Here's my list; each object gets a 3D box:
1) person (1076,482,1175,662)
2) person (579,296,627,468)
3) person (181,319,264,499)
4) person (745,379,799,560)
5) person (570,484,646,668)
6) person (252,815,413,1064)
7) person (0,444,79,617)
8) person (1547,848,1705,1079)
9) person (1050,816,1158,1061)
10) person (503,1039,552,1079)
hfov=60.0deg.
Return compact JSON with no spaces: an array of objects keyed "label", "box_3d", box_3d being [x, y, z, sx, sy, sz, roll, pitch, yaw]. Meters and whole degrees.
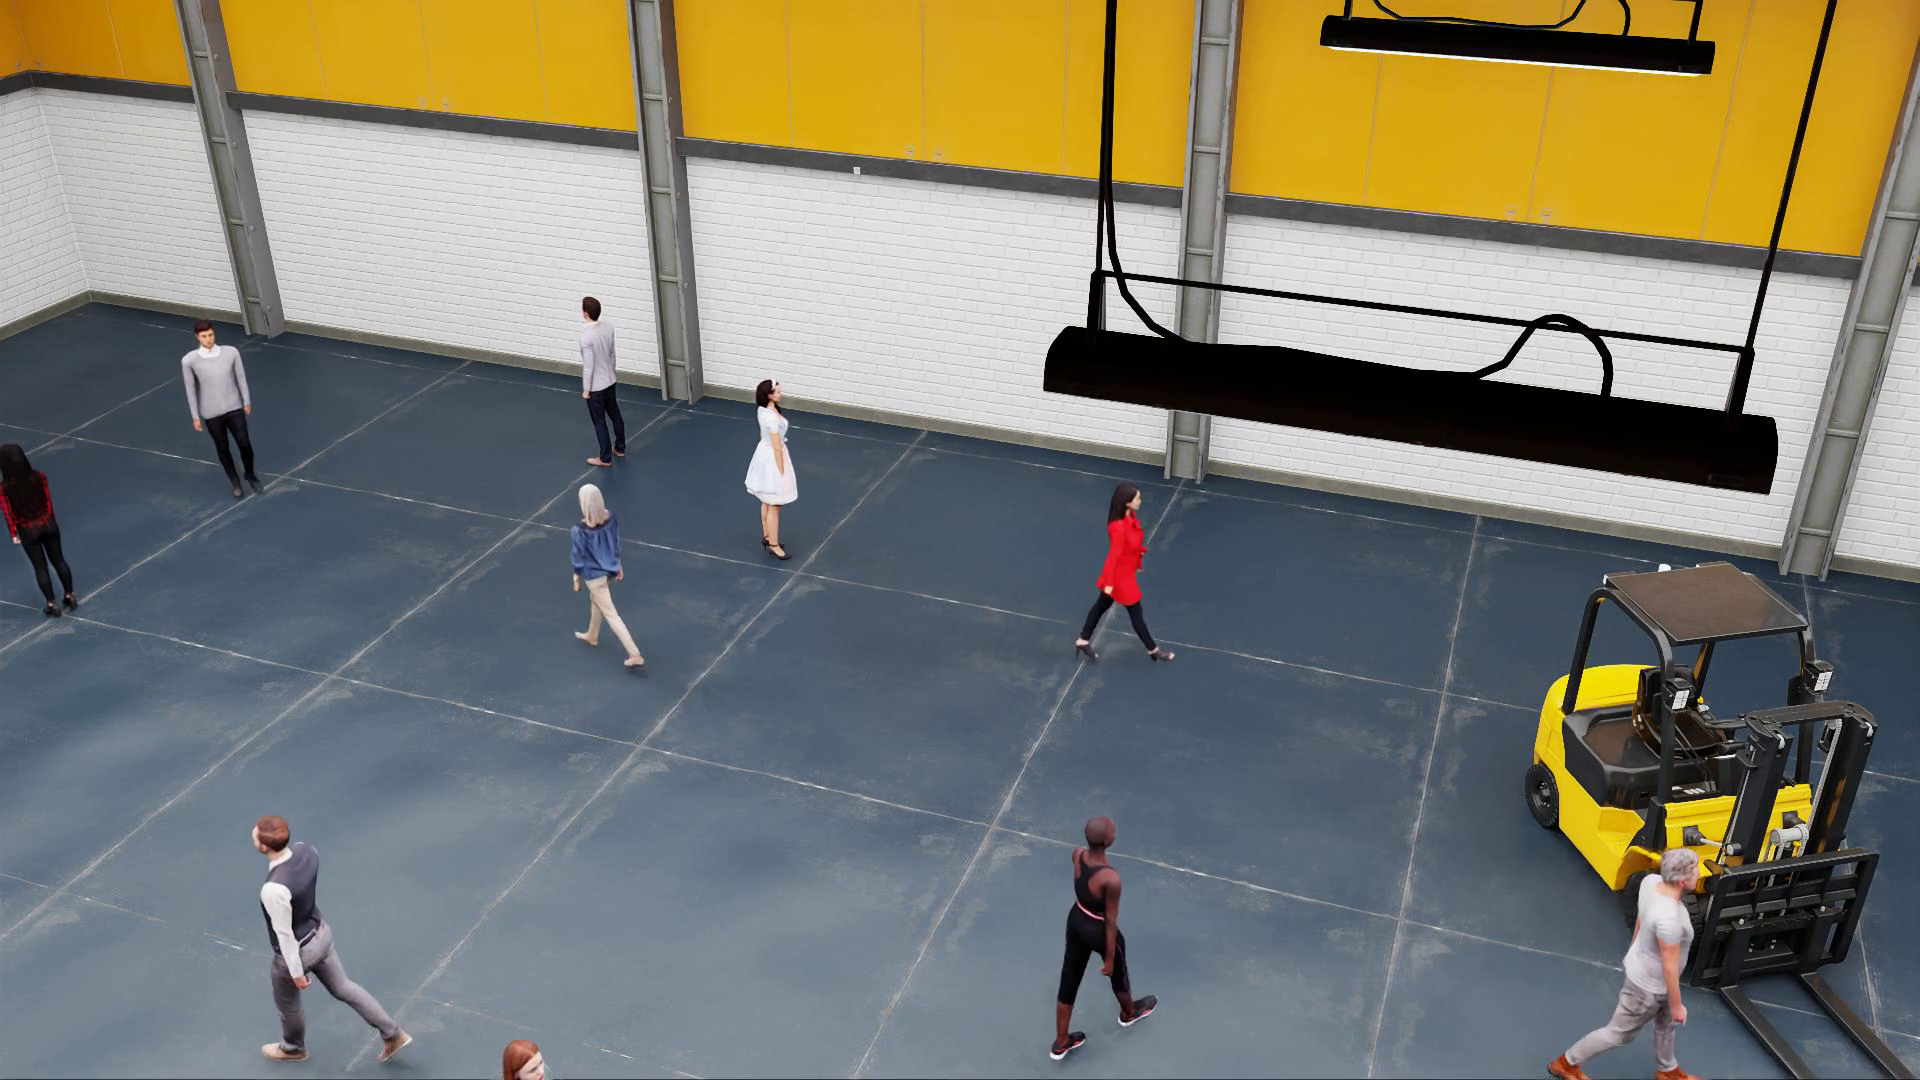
[{"label":"person","box_3d":[1.263,0.313,14.064,1.110,1.692,0.733,6,29,10]},{"label":"person","box_3d":[-3.803,-1.682,17.557,0.578,1.851,0.698,13,31,22]},{"label":"person","box_3d":[-7.524,-1.365,16.916,0.844,1.909,0.897,-14,31,-23]},{"label":"person","box_3d":[-1.774,-0.681,15.759,0.913,1.815,0.858,-10,30,-17]},{"label":"person","box_3d":[-2.981,0.339,14.054,1.208,1.657,0.833,19,34,31]},{"label":"person","box_3d":[-3.837,2.433,9.955,1.264,1.907,0.798,5,29,9]},{"label":"person","box_3d":[-8.229,-0.096,14.858,0.609,1.651,0.637,20,34,32]},{"label":"person","box_3d":[3.979,2.586,9.794,1.168,1.793,0.740,8,30,14]},{"label":"person","box_3d":[0.725,2.446,10.109,1.001,1.736,1.069,-22,36,-35]},{"label":"person","box_3d":[-2.281,3.255,8.668,1.133,1.696,0.711,15,32,25]}]
